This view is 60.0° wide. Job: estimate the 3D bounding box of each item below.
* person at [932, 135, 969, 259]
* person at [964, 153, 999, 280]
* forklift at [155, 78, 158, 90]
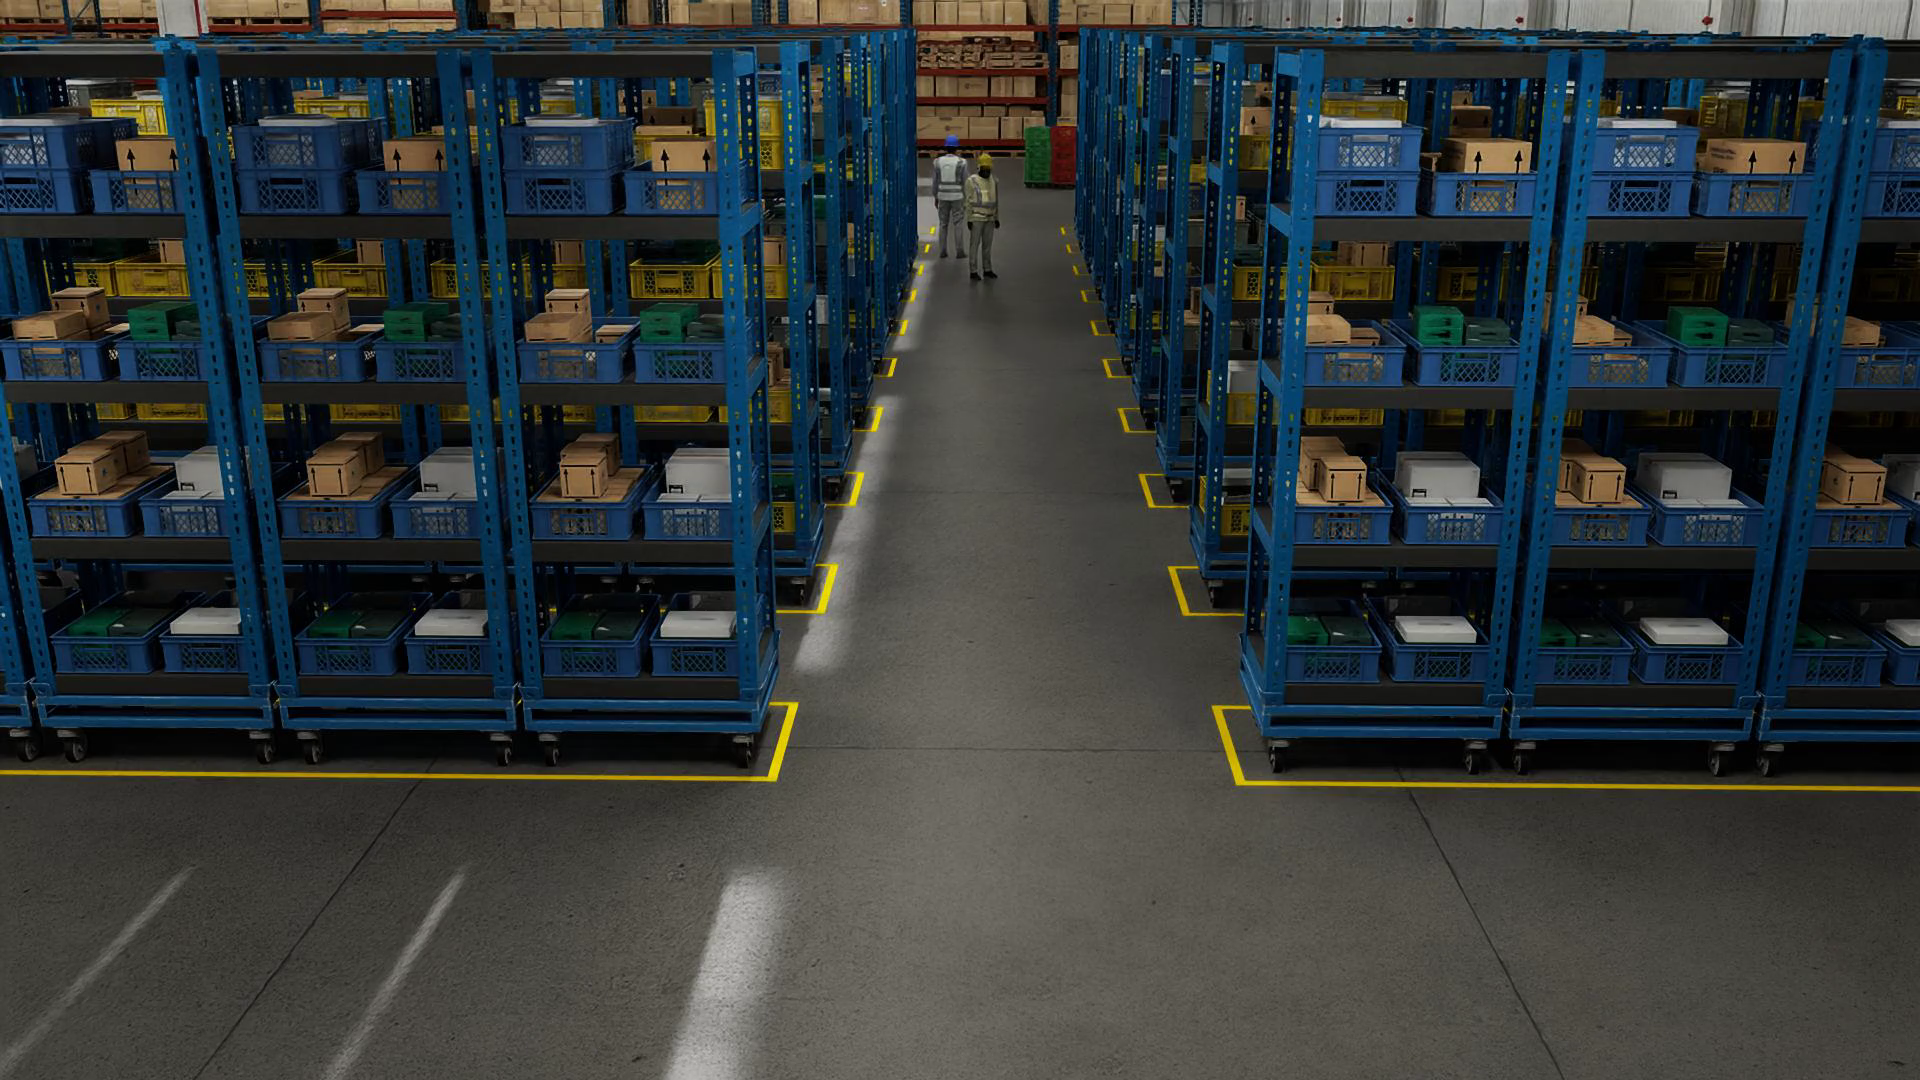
[{"bbox_3d":[-0.143,-5.505,26.715,0.605,1.948,0.404,6,18,17],"label":"person"},{"bbox_3d":[0.343,-4.773,24.568,0.587,1.837,0.404,-12,21,-34],"label":"person"},{"bbox_3d":[-23.975,-13.496,50.650,1.129,2.768,1.873,0,17,0],"label":"forklift"}]
